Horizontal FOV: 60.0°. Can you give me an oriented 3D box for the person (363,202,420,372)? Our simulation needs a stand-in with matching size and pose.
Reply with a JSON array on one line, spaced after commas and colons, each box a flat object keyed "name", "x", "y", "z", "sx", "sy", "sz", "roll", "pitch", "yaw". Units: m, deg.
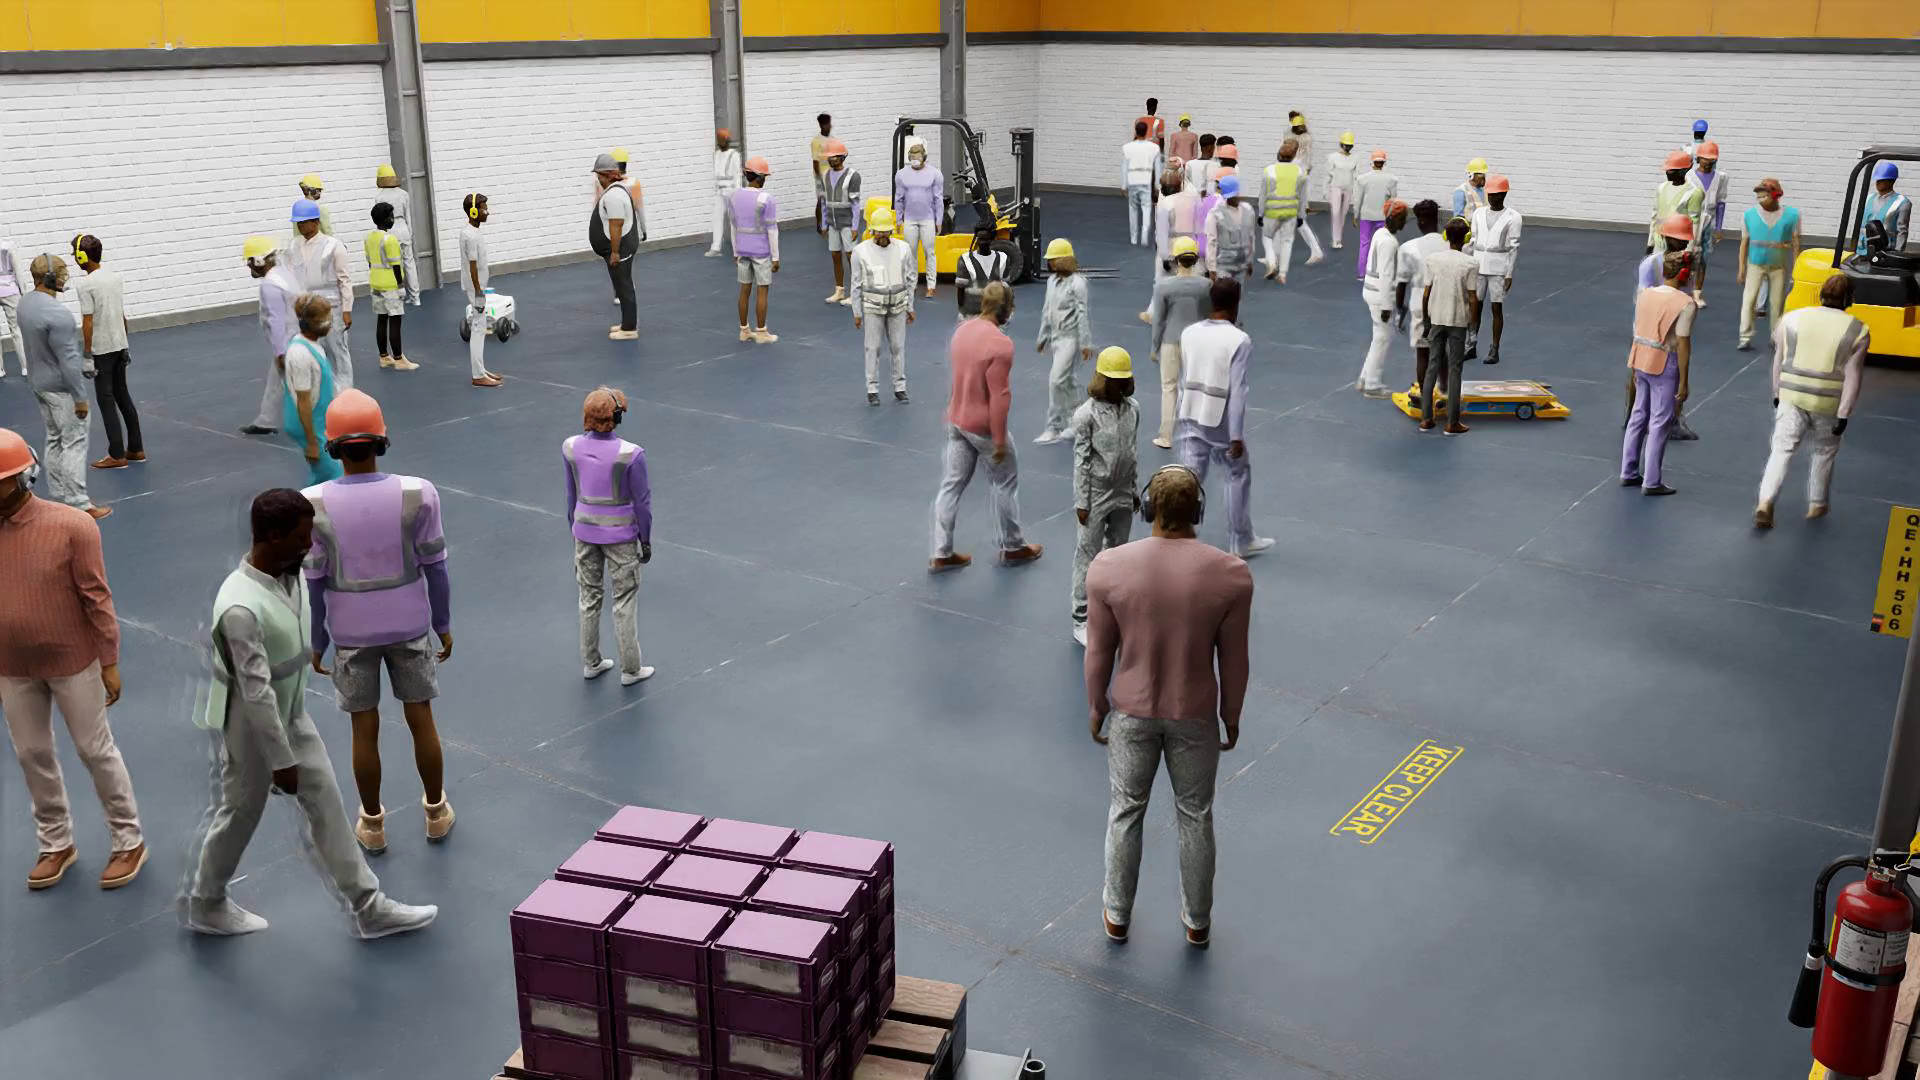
[{"name": "person", "x": -5.773, "y": -2.552, "z": 16.795, "sx": 0.529, "sy": 1.695, "sz": 0.321, "roll": 15, "pitch": 23, "yaw": 39}]

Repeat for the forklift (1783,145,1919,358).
[{"name": "forklift", "x": 9.803, "y": -2.879, "z": 17.013, "sx": 2.313, "sy": 2.155, "sz": 1.214, "roll": 12, "pitch": 21, "yaw": 33}]

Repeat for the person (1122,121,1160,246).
[{"name": "person", "x": 2.797, "y": -5.509, "z": 25.740, "sx": 0.597, "sy": 1.896, "sz": 0.822, "roll": 1, "pitch": 18, "yaw": 3}]

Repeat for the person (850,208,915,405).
[{"name": "person", "x": -0.707, "y": -2.147, "z": 15.341, "sx": 0.601, "sy": 1.817, "sz": 0.403, "roll": -6, "pitch": 19, "yaw": -18}]

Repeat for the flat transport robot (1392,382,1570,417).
[{"name": "flat transport robot", "x": 4.735, "y": -1.287, "z": 15.144, "sx": 1.431, "sy": 0.197, "sz": 0.652, "roll": 0, "pitch": 18, "yaw": 0}]

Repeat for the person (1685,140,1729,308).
[{"name": "person", "x": 8.995, "y": -3.830, "z": 20.262, "sx": 0.601, "sy": 2.035, "sz": 0.410, "roll": 0, "pitch": 18, "yaw": 1}]

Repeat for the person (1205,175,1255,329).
[{"name": "person", "x": 2.909, "y": -2.916, "z": 17.625, "sx": 0.771, "sy": 1.905, "sz": 0.479, "roll": -11, "pitch": 21, "yaw": -31}]

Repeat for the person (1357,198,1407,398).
[{"name": "person", "x": 3.981, "y": -2.265, "z": 15.627, "sx": 0.379, "sy": 1.874, "sz": 0.617, "roll": 3, "pitch": 18, "yaw": 10}]

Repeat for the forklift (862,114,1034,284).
[{"name": "forklift", "x": -0.171, "y": -4.594, "z": 22.377, "sx": 2.313, "sy": 2.155, "sz": 1.214, "roll": 1, "pitch": 18, "yaw": 3}]

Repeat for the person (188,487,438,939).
[{"name": "person", "x": -2.619, "y": 0.699, "z": 6.391, "sx": 1.001, "sy": 1.853, "sz": 0.606, "roll": 1, "pitch": 18, "yaw": 3}]

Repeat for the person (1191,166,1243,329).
[{"name": "person", "x": 2.779, "y": -3.248, "z": 18.727, "sx": 1.007, "sy": 1.873, "sz": 0.538, "roll": -9, "pitch": 20, "yaw": -25}]

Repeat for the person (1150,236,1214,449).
[{"name": "person", "x": 1.843, "y": -1.630, "z": 13.804, "sx": 0.525, "sy": 1.767, "sz": 0.320, "roll": -2, "pitch": 18, "yaw": -6}]

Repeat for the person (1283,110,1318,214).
[{"name": "person", "x": 6.059, "y": -6.715, "z": 29.609, "sx": 0.751, "sy": 1.836, "sz": 0.323, "roll": -7, "pitch": 19, "yaw": -20}]

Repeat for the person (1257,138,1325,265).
[{"name": "person", "x": 4.795, "y": -4.818, "z": 23.726, "sx": 0.946, "sy": 1.806, "sz": 0.518, "roll": 8, "pitch": 20, "yaw": 25}]

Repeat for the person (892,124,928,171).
[{"name": "person", "x": -0.805, "y": -5.784, "z": 26.542, "sx": 0.585, "sy": 1.921, "sz": 0.383, "roll": -4, "pitch": 18, "yaw": -14}]

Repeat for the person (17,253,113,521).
[{"name": "person", "x": -6.369, "y": -1.062, "z": 11.766, "sx": 0.639, "sy": 1.926, "sz": 0.367, "roll": 14, "pitch": 23, "yaw": 38}]

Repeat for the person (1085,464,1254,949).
[{"name": "person", "x": 0.787, "y": 0.660, "z": 6.399, "sx": 0.626, "sy": 1.919, "sz": 0.370, "roll": 2, "pitch": 18, "yaw": 7}]

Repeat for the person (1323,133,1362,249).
[{"name": "person", "x": 5.854, "y": -5.289, "z": 25.274, "sx": 0.558, "sy": 1.734, "sz": 0.764, "roll": -2, "pitch": 18, "yaw": -5}]

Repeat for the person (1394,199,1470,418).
[{"name": "person", "x": 4.220, "y": -2.073, "z": 14.940, "sx": 0.640, "sy": 1.918, "sz": 0.581, "roll": 1, "pitch": 18, "yaw": 2}]

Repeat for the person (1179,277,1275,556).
[{"name": "person", "x": 1.761, "y": -0.786, "z": 10.970, "sx": 0.858, "sy": 1.881, "sz": 0.622, "roll": -13, "pitch": 22, "yaw": -36}]

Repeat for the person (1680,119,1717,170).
[{"name": "person", "x": 11.123, "y": -5.372, "z": 25.207, "sx": 0.605, "sy": 1.948, "sz": 0.384, "roll": -1, "pitch": 18, "yaw": -3}]

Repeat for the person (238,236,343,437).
[{"name": "person", "x": -5.643, "y": -1.712, "z": 14.123, "sx": 1.087, "sy": 1.743, "sz": 0.607, "roll": -3, "pitch": 18, "yaw": -10}]

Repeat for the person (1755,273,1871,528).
[{"name": "person", "x": 5.977, "y": -0.971, "z": 11.683, "sx": 0.621, "sy": 1.807, "sz": 0.915, "roll": 15, "pitch": 23, "yaw": 38}]

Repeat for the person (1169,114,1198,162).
[{"name": "person", "x": 3.989, "y": -6.730, "z": 29.775, "sx": 0.532, "sy": 1.756, "sz": 0.338, "roll": -3, "pitch": 18, "yaw": -8}]

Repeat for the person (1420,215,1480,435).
[{"name": "person", "x": 4.210, "y": -1.843, "z": 14.289, "sx": 0.524, "sy": 1.876, "sz": 0.325, "roll": 14, "pitch": 23, "yaw": 37}]

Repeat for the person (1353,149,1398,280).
[{"name": "person", "x": 5.584, "y": -4.377, "z": 22.415, "sx": 0.576, "sy": 1.747, "sz": 0.339, "roll": 2, "pitch": 18, "yaw": 6}]

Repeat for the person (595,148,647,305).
[{"name": "person", "x": -4.199, "y": -3.935, "z": 20.807, "sx": 0.615, "sy": 1.882, "sz": 0.935, "roll": 4, "pitch": 18, "yaw": 12}]

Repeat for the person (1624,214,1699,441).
[{"name": "person", "x": 5.985, "y": -1.768, "z": 14.006, "sx": 0.583, "sy": 1.899, "sz": 0.882, "roll": -4, "pitch": 18, "yaw": -13}]

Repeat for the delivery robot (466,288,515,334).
[{"name": "delivery robot", "x": -5.233, "y": -2.566, "z": 18.534, "sx": 0.477, "sy": 0.478, "sz": 0.707, "roll": 1, "pitch": 18, "yaw": 3}]

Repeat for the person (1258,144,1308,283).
[{"name": "person", "x": 4.290, "y": -4.346, "z": 22.195, "sx": 0.658, "sy": 1.825, "sz": 0.457, "roll": -1, "pitch": 18, "yaw": -2}]

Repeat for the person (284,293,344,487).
[{"name": "person", "x": -4.235, "y": -0.708, "z": 10.822, "sx": 0.483, "sy": 1.822, "sz": 0.586, "roll": -5, "pitch": 18, "yaw": -16}]

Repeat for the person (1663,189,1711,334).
[{"name": "person", "x": 8.145, "y": -3.128, "z": 18.706, "sx": 0.520, "sy": 1.632, "sz": 0.314, "roll": 0, "pitch": 18, "yaw": -1}]
